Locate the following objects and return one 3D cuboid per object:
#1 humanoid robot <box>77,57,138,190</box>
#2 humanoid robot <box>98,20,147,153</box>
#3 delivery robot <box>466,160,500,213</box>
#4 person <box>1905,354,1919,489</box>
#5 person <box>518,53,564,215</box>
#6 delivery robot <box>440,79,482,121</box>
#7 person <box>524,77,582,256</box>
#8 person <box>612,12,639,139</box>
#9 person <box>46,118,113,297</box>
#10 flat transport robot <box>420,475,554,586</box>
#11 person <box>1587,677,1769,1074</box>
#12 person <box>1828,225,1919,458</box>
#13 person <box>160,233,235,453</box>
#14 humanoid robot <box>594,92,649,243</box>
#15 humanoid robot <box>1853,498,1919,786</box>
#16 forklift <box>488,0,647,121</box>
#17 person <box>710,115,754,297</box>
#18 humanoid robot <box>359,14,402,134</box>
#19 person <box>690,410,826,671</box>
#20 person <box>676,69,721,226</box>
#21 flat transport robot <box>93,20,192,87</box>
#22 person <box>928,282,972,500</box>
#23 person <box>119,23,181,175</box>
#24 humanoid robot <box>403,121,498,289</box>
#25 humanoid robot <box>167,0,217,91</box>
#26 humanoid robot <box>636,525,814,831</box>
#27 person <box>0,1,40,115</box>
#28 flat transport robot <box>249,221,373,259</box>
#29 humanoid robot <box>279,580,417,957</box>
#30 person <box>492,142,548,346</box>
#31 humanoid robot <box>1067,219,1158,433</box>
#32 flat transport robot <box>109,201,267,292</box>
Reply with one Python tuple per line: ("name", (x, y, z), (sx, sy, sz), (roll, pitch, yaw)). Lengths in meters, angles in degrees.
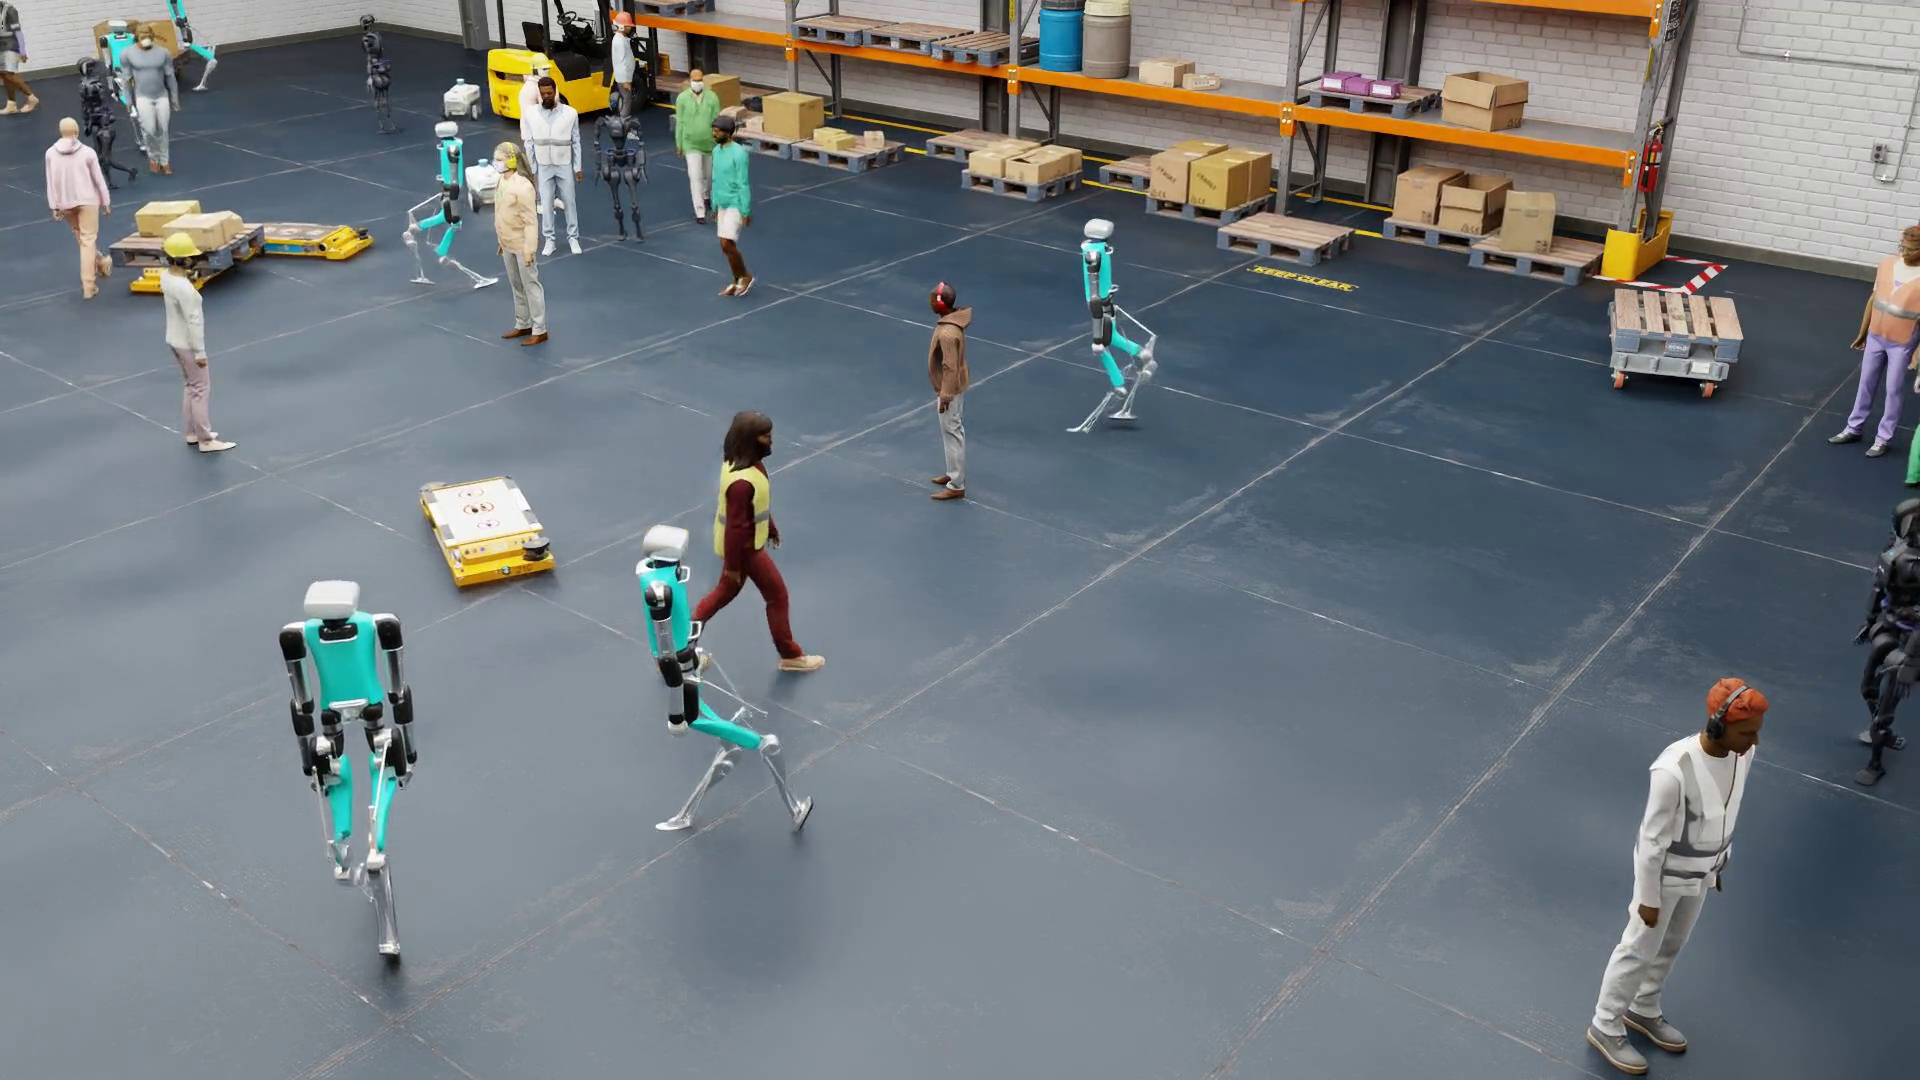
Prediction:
("humanoid robot", (-10.649, -5.189, 20.699), (0.584, 1.636, 0.497), (17, 31, 32))
("humanoid robot", (-11.235, -6.119, 22.608), (0.547, 1.771, 1.031), (-18, 31, -33))
("delivery robot", (-5.738, -4.309, 20.138), (0.499, 0.570, 0.753), (-12, 28, -24))
("person", (7.371, -1.202, 12.282), (0.574, 1.841, 0.384), (13, 29, 26))
("person", (-4.934, -4.821, 19.716), (0.421, 1.867, 0.804), (11, 28, 22))
("delivery robot", (-7.432, -6.575, 24.850), (0.499, 0.587, 0.787), (2, 26, 3))
("person", (-4.405, -4.071, 18.107), (0.589, 1.919, 0.393), (-4, 26, -9))
("person", (-4.689, -6.531, 23.403), (0.351, 1.741, 0.567), (-4, 26, -8))
("person", (-8.959, -3.421, 16.979), (0.527, 1.714, 0.979), (-2, 26, -5))
("flat transport robot", (-3.369, -0.096, 11.769), (0.659, 0.231, 1.431), (-12, 28, -23))
("person", (2.979, 1.379, 6.876), (0.569, 1.875, 0.361), (-15, 30, -28))
("person", (7.292, -1.559, 12.985), (0.389, 1.847, 0.562), (-13, 29, -25))
("person", (-6.015, -1.543, 13.054), (0.359, 1.756, 0.541), (-23, 34, -38))
("humanoid robot", (-3.791, -4.145, 18.529), (0.609, 1.647, 0.416), (-1, 26, -1))
("humanoid robot", (5.044, 0.527, 8.870), (0.465, 1.646, 0.616), (2, 26, 5))
("forklift", (-5.874, -7.334, 24.552), (1.214, 2.155, 2.313), (19, 32, 34))
("person", (-2.305, -3.325, 16.657), (0.475, 1.831, 0.525), (-21, 33, -36))
("humanoid robot", (-8.277, -6.625, 23.681), (0.380, 1.643, 0.608), (1, 26, 1))
("person", (-1.324, 0.031, 9.829), (0.932, 1.729, 0.478), (-4, 26, -8))
("person", (-3.044, -4.648, 19.504), (0.561, 1.748, 0.887), (-7, 27, -15))
("flat transport robot", (-13.475, -7.723, 27.566), (0.659, 0.231, 1.431), (-3, 26, -7))
("person", (-0.072, -1.095, 12.245), (0.309, 1.650, 0.468), (1, 26, 3))
("person", (-10.359, -5.652, 21.378), (0.638, 1.920, 0.495), (-20, 32, -35))
("humanoid robot", (-5.313, -3.314, 16.814), (1.061, 1.767, 0.547), (-9, 27, -19))
("humanoid robot", (-12.139, -8.016, 26.451), (0.693, 1.765, 0.535), (-10, 28, -20))
("humanoid robot", (-1.115, 0.740, 8.379), (0.953, 1.774, 0.535), (-3, 26, -5))
("person", (-14.203, -7.330, 24.790), (0.737, 1.990, 0.452), (14, 29, 27))
("flat transport robot", (-7.340, -3.315, 18.436), (1.431, 0.231, 0.659), (4, 26, 8))
("humanoid robot", (-2.739, 1.144, 7.545), (0.536, 1.774, 0.968), (-6, 26, -13))
("person", (-4.084, -2.752, 15.424), (0.564, 1.875, 0.391), (23, 34, 39))
("humanoid robot", (1.298, -1.671, 13.368), (0.828, 1.797, 0.541), (5, 26, 9))
("flat transport robot", (-8.120, -2.920, 17.617), (0.659, 0.231, 1.431), (2, 26, 4))
